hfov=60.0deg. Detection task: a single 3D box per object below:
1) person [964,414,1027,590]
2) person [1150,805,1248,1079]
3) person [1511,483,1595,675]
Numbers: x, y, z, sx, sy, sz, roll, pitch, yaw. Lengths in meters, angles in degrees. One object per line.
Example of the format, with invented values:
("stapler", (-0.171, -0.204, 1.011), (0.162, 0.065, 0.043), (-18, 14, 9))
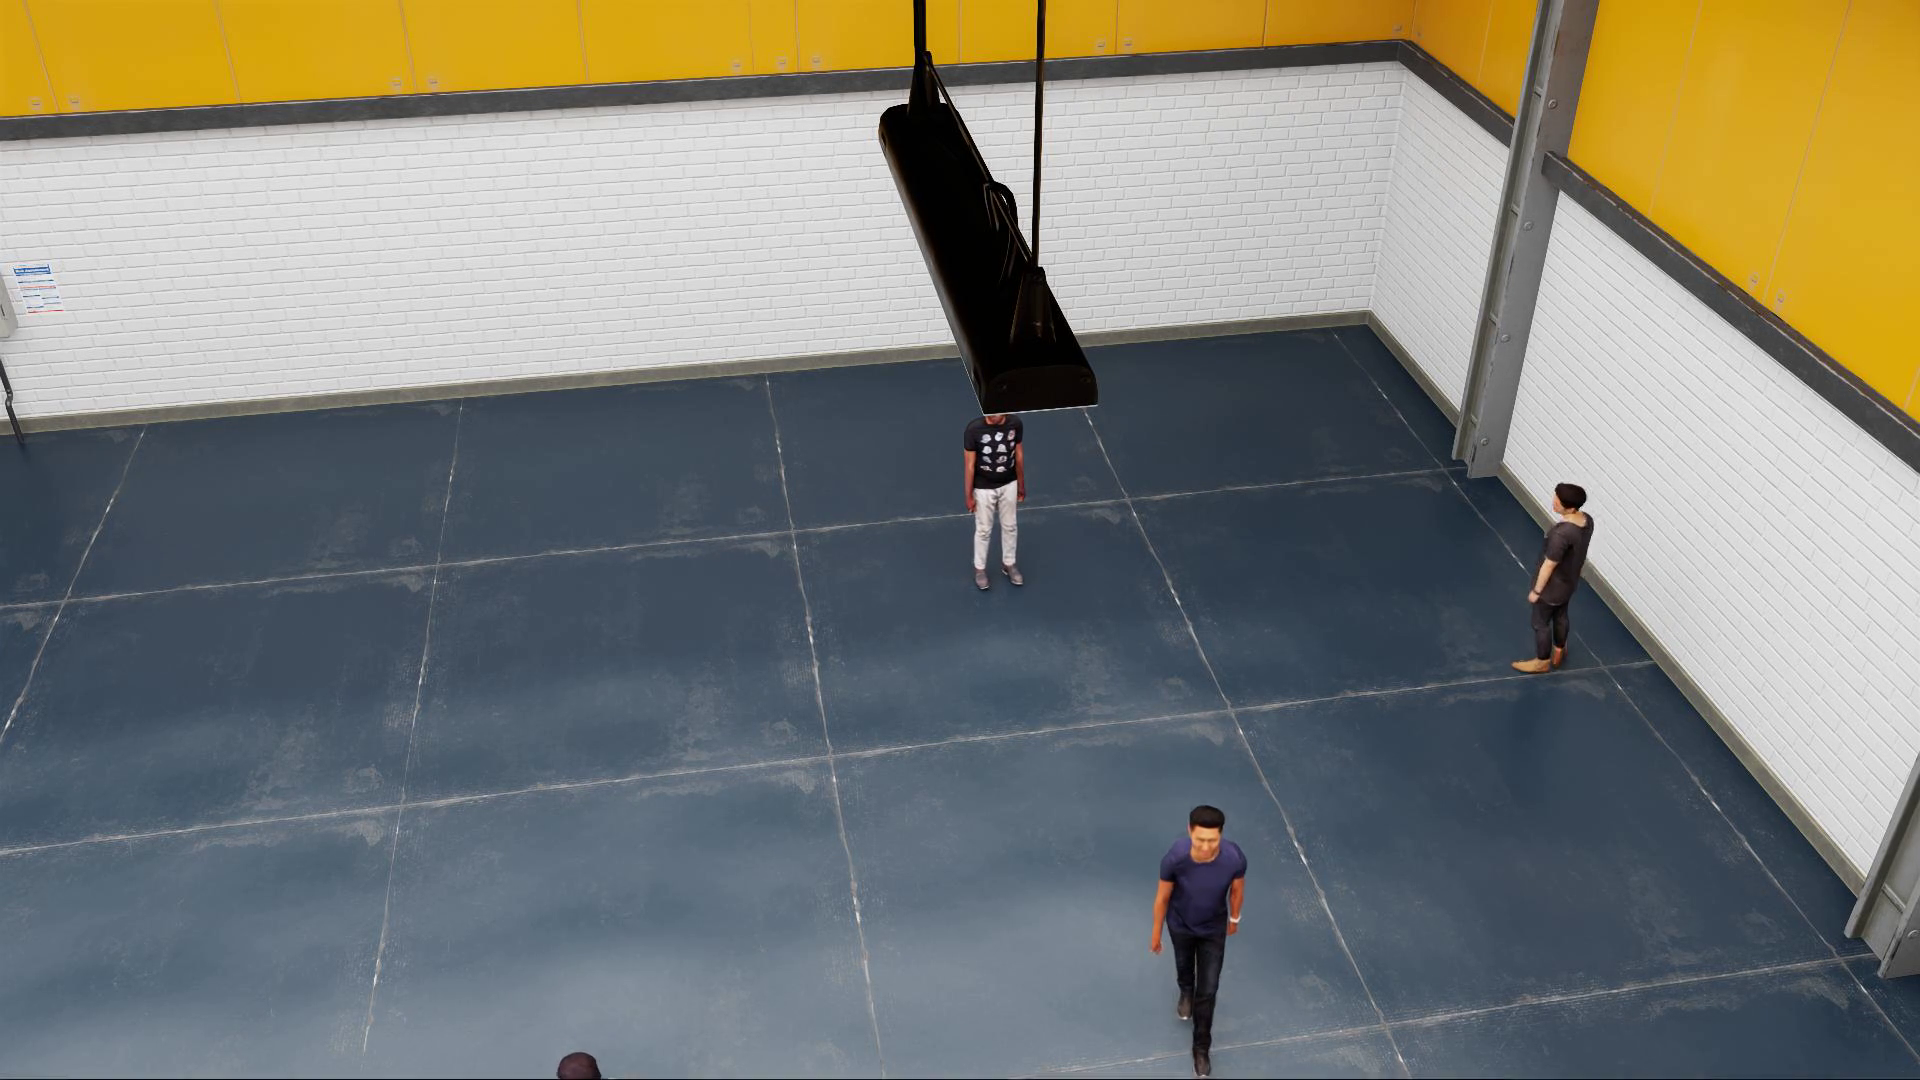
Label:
("person", (0.276, -0.444, 13.371), (0.694, 1.801, 0.660), (-10, 35, -15))
("person", (1.361, 2.125, 9.542), (0.836, 1.761, 1.041), (4, 34, 6))
("person", (4.481, 0.283, 12.376), (0.842, 1.692, 0.789), (-18, 38, -25))
